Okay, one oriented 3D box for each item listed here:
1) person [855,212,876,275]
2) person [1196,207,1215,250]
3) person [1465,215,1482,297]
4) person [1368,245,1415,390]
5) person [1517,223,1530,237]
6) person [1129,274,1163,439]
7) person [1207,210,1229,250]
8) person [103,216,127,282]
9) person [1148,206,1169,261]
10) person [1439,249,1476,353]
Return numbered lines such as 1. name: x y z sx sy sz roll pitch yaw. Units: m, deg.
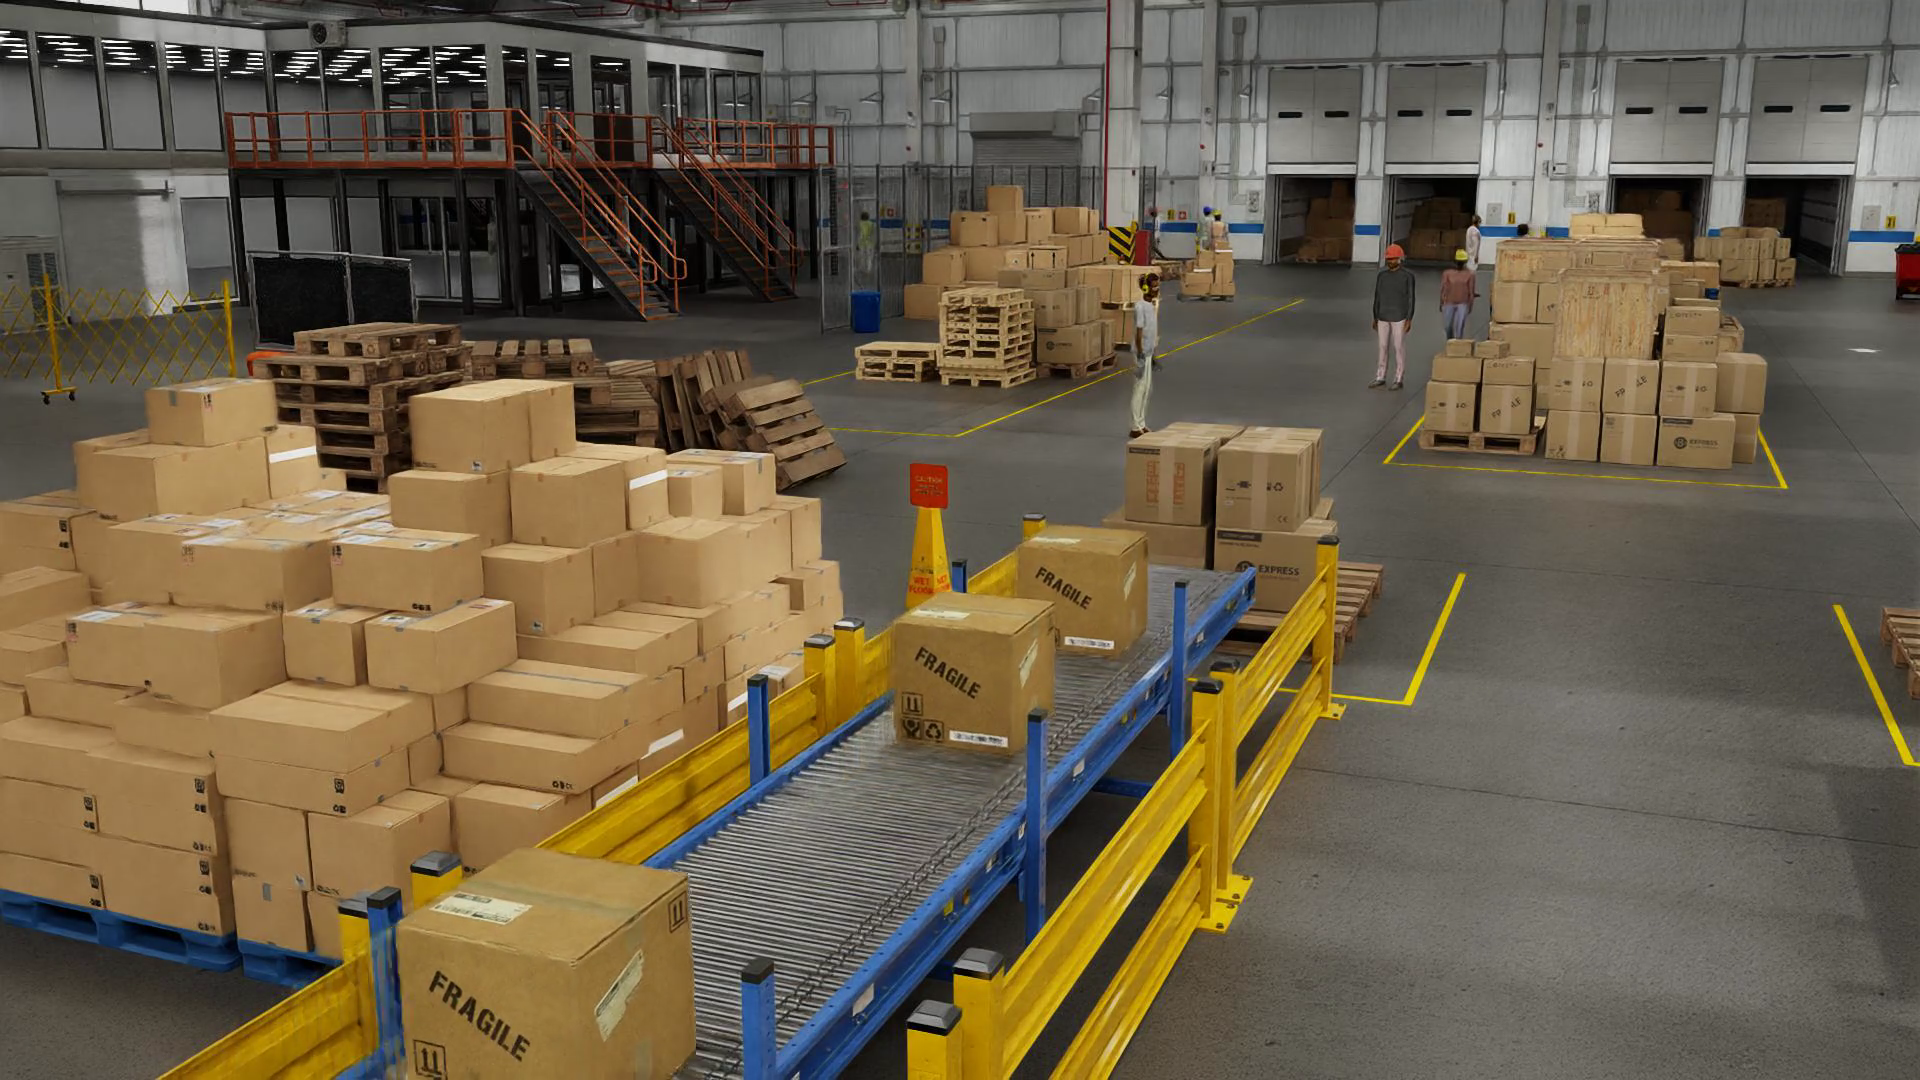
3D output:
1. person: -2.716 -8.527 47.895 0.627 1.804 0.937 -1 13 -3
2. person: 7.358 -9.027 49.889 0.633 1.896 0.972 -6 14 -24
3. person: 12.257 -6.781 39.734 0.372 1.940 0.630 0 13 1
4. person: 5.955 -3.067 22.945 0.393 1.992 0.622 -11 17 -41
5. person: 12.770 -6.245 37.633 0.890 1.816 0.620 7 14 28
6. person: 2.112 -2.054 18.780 0.361 1.867 0.536 4 13 18
7. person: 7.223 -8.296 46.687 0.627 1.858 1.015 0 13 0
8. person: -22.579 -7.818 44.508 0.638 1.872 0.878 -2 13 -8
9. person: 6.127 -9.496 52.043 0.852 1.896 0.540 3 13 15
10. person: 8.005 -3.807 26.796 0.556 1.749 0.362 6 14 24
